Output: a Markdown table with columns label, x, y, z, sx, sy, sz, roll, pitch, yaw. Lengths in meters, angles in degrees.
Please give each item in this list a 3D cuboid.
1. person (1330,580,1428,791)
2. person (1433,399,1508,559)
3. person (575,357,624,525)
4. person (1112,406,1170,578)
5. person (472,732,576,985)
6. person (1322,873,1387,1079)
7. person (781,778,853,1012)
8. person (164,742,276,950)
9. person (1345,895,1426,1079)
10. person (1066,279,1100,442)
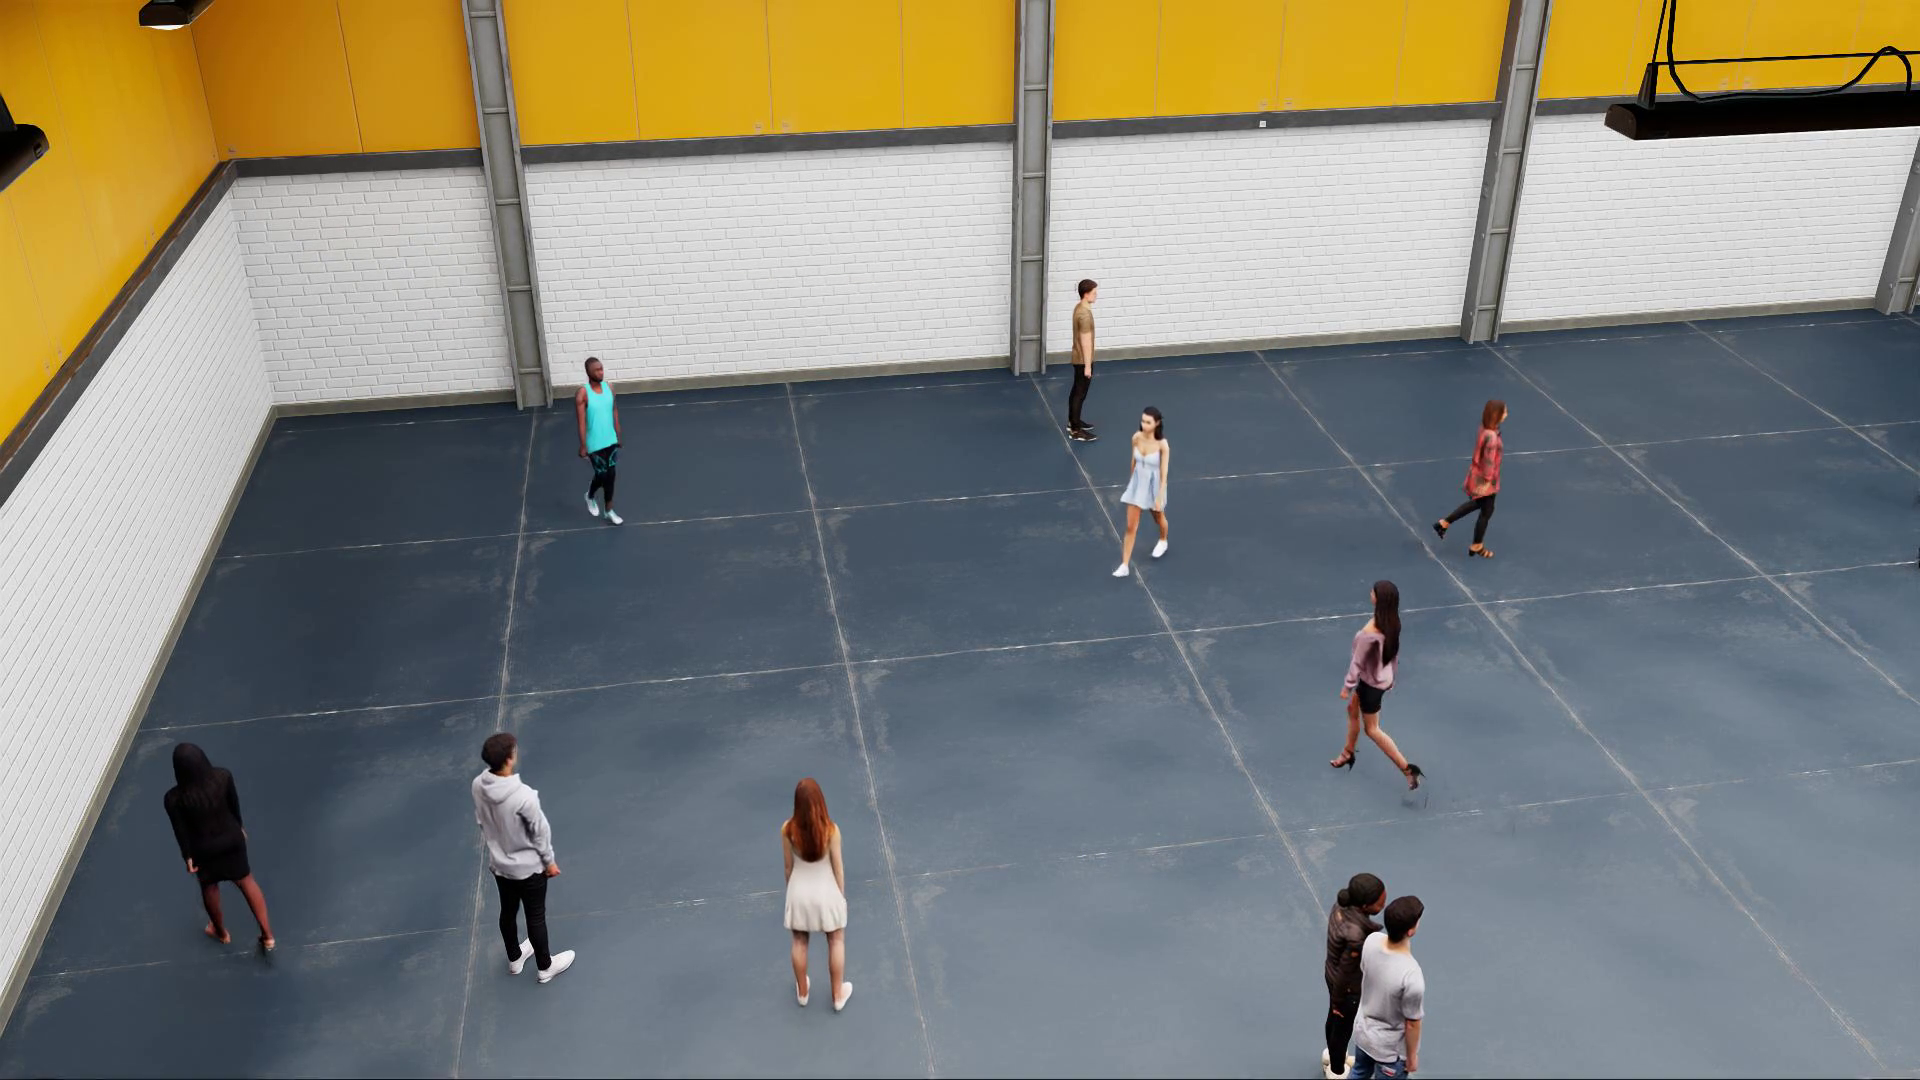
| label | x | y | z | sx | sy | sz | roll | pitch | yaw |
| --- | --- | --- | --- | --- | --- | --- | --- | --- | --- |
| person | 3.270 | 1.176 | 12.838 | 1.095 | 1.783 | 1.064 | 20 | 35 | 33 |
| person | 5.016 | -0.601 | 16.192 | 0.917 | 1.690 | 0.753 | 3 | 29 | 6 |
| person | -3.697 | -1.016 | 16.835 | 0.868 | 1.802 | 0.807 | 23 | 36 | 36 |
| person | 1.868 | -0.506 | 16.027 | 1.114 | 1.681 | 1.129 | 17 | 33 | 28 |
| person | -2.935 | 2.099 | 10.991 | 0.733 | 1.930 | 0.843 | 11 | 31 | 19 |
| person | 2.351 | 2.704 | 10.164 | 0.605 | 1.660 | 0.655 | -5 | 29 | -8 |
| person | -0.945 | 2.317 | 10.837 | 0.640 | 1.695 | 0.735 | 5 | 29 | 9 |
| person | -5.003 | 2.080 | 11.253 | 0.921 | 1.713 | 0.936 | -25 | 37 | -38 |
| person | 2.463 | 2.847 | 9.665 | 0.665 | 1.886 | 0.722 | -12 | 31 | -20 |
| person | 1.377 | -2.042 | 18.666 | 0.613 | 1.850 | 0.703 | 0 | 29 | 0 |
